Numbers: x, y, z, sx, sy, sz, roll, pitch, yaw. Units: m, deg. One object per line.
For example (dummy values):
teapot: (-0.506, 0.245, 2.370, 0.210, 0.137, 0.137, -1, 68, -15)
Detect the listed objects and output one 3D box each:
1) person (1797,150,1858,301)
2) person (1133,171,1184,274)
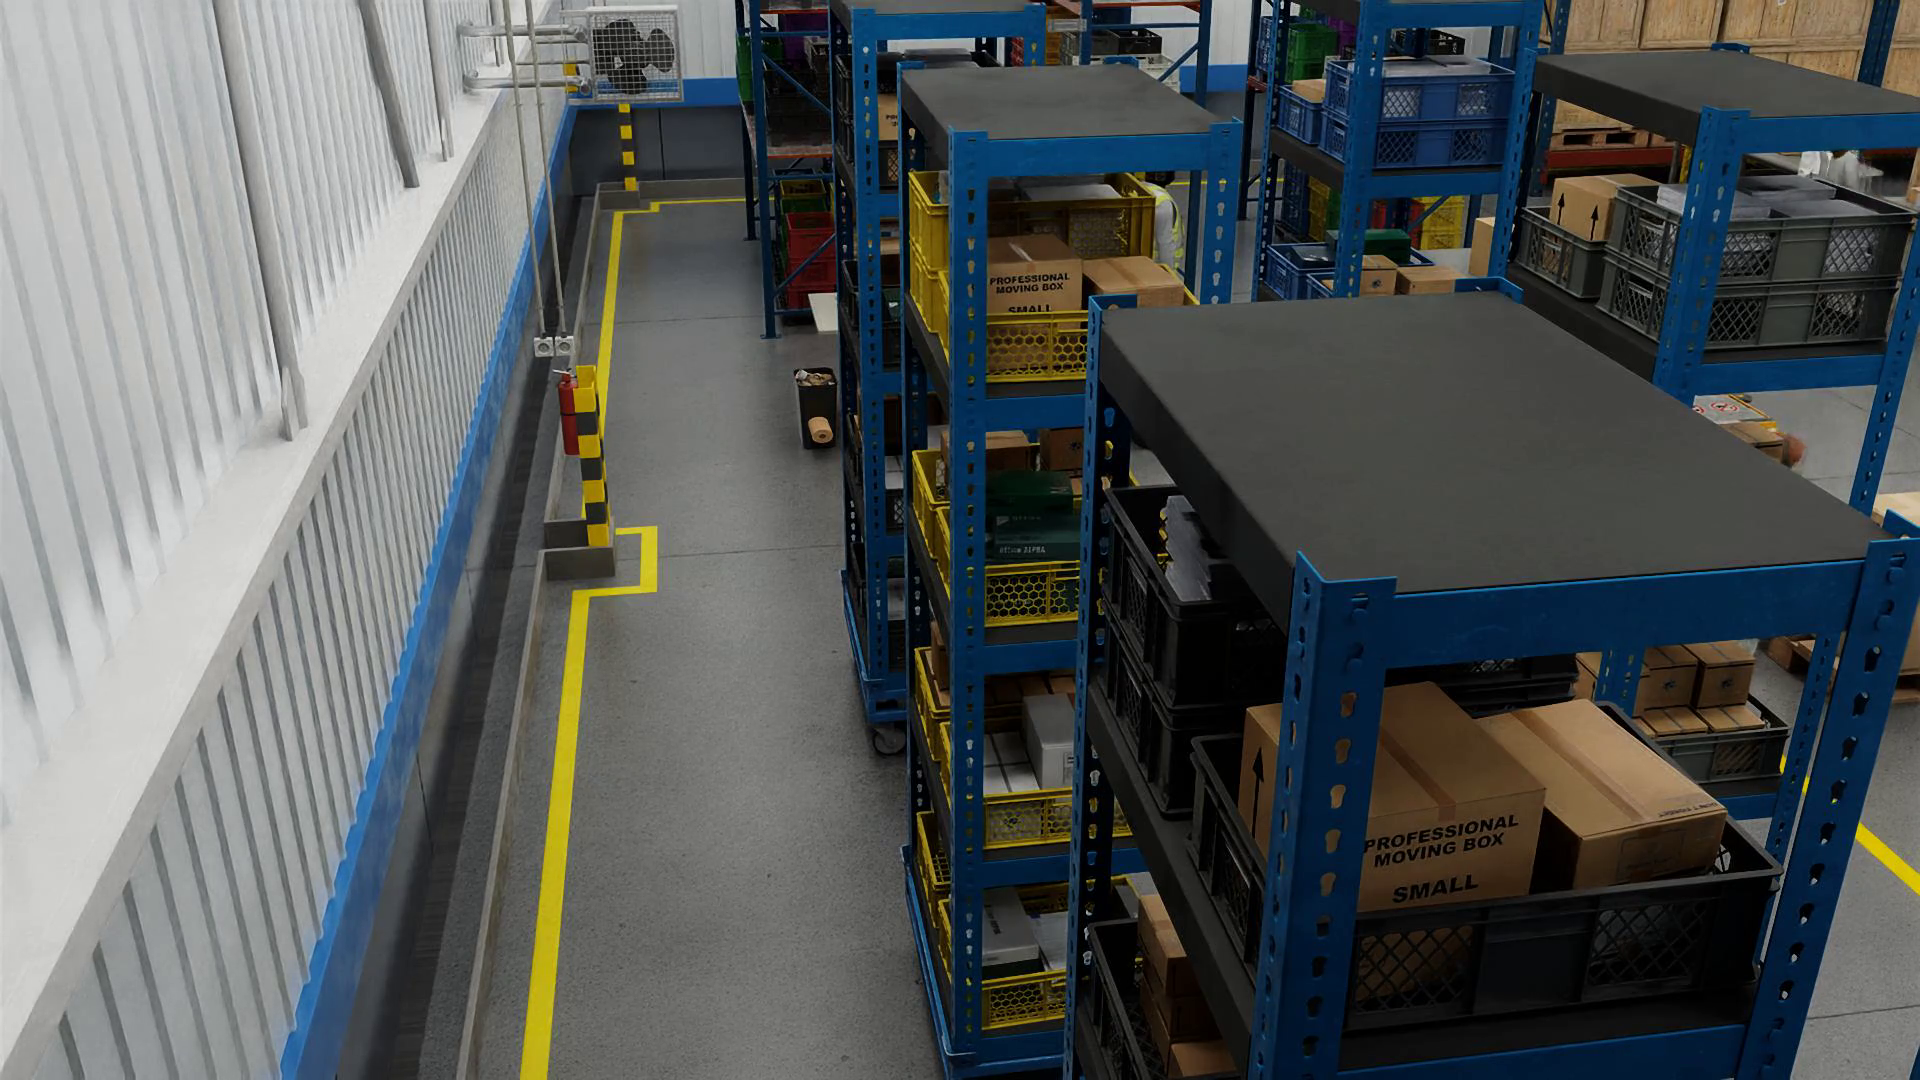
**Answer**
person: (7.755, -3.044, 14.963, 0.573, 1.887, 0.355, -6, 25, -14)
person: (1.524, -2.123, 13.016, 0.429, 1.844, 0.627, -9, 26, -18)
